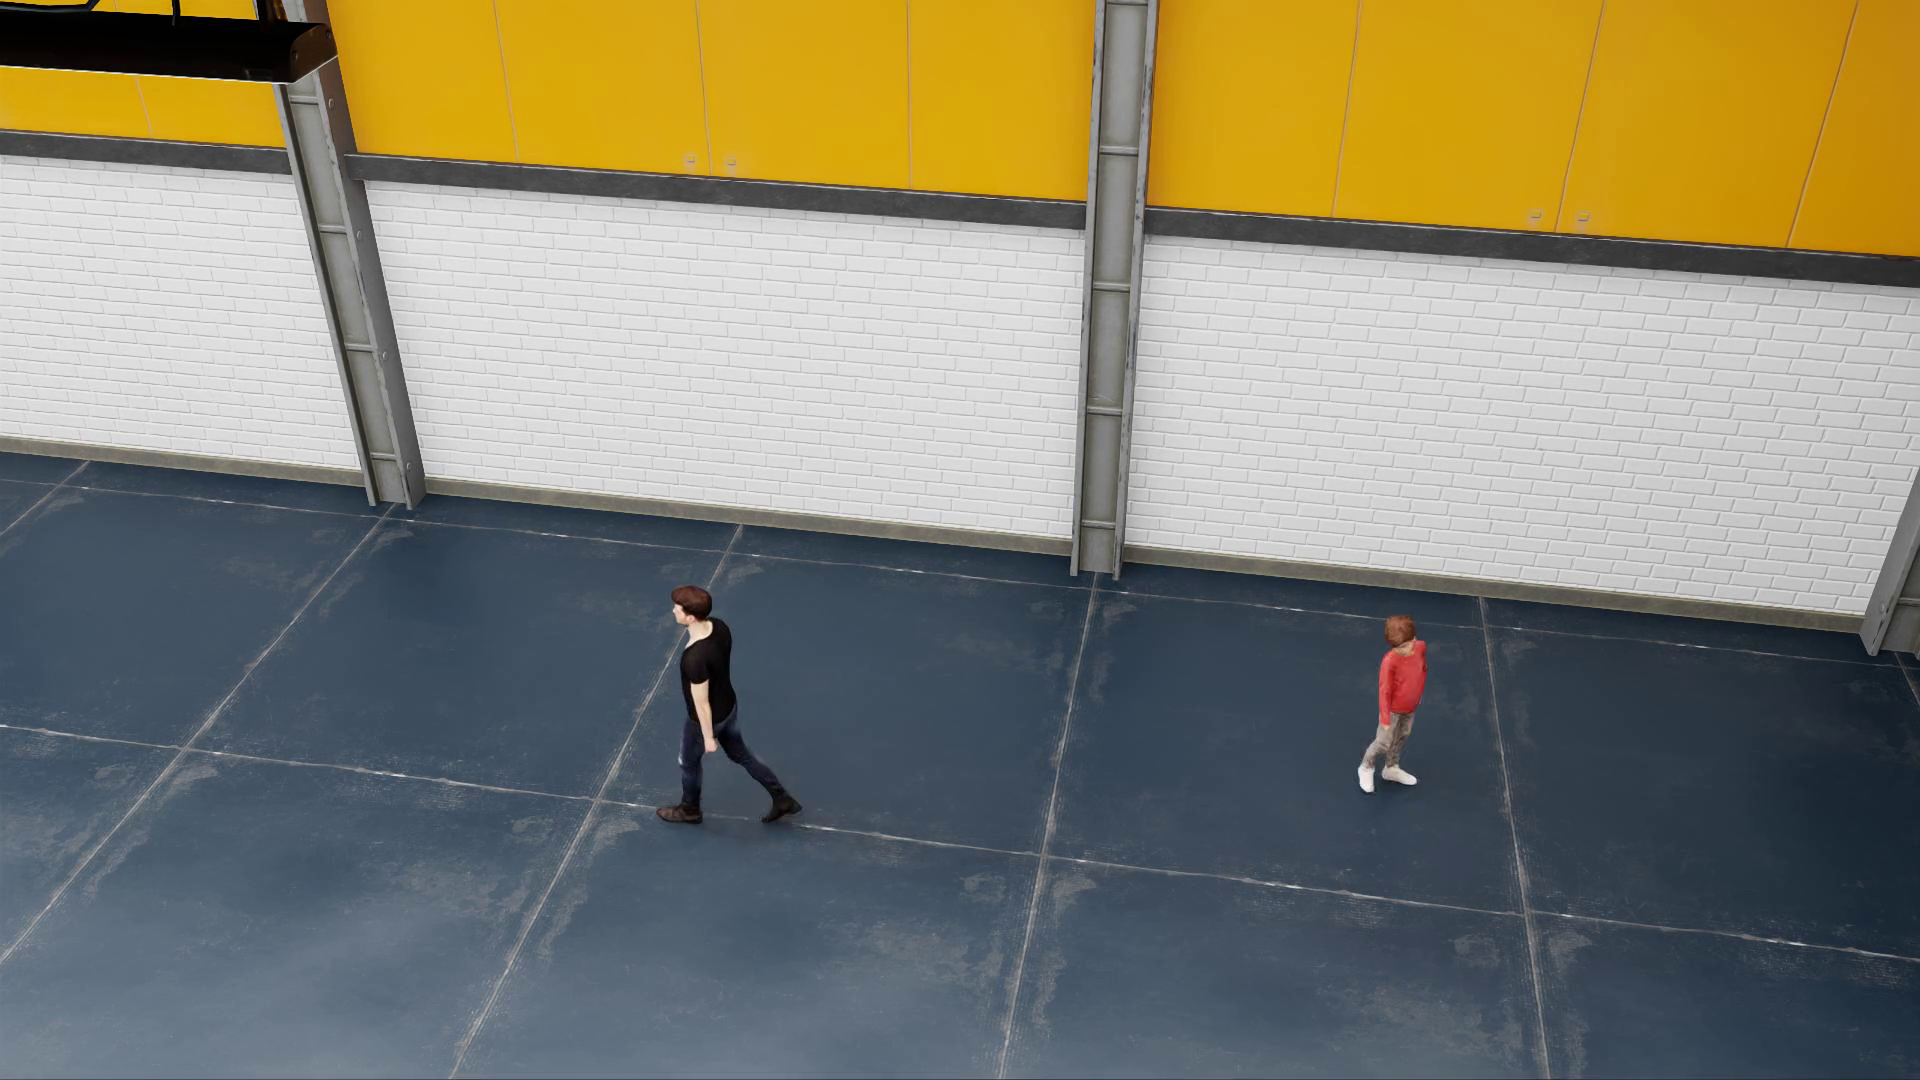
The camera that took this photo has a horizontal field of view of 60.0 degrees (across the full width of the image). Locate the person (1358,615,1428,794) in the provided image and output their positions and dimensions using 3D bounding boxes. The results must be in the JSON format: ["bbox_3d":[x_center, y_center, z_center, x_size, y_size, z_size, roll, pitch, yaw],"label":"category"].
[{"bbox_3d":[2.882,1.046,10.866,0.716,1.396,0.659,24,40,31],"label":"person"}]

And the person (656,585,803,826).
[{"bbox_3d":[-1.454,1.079,10.390,1.198,1.867,0.724,9,35,13],"label":"person"}]
